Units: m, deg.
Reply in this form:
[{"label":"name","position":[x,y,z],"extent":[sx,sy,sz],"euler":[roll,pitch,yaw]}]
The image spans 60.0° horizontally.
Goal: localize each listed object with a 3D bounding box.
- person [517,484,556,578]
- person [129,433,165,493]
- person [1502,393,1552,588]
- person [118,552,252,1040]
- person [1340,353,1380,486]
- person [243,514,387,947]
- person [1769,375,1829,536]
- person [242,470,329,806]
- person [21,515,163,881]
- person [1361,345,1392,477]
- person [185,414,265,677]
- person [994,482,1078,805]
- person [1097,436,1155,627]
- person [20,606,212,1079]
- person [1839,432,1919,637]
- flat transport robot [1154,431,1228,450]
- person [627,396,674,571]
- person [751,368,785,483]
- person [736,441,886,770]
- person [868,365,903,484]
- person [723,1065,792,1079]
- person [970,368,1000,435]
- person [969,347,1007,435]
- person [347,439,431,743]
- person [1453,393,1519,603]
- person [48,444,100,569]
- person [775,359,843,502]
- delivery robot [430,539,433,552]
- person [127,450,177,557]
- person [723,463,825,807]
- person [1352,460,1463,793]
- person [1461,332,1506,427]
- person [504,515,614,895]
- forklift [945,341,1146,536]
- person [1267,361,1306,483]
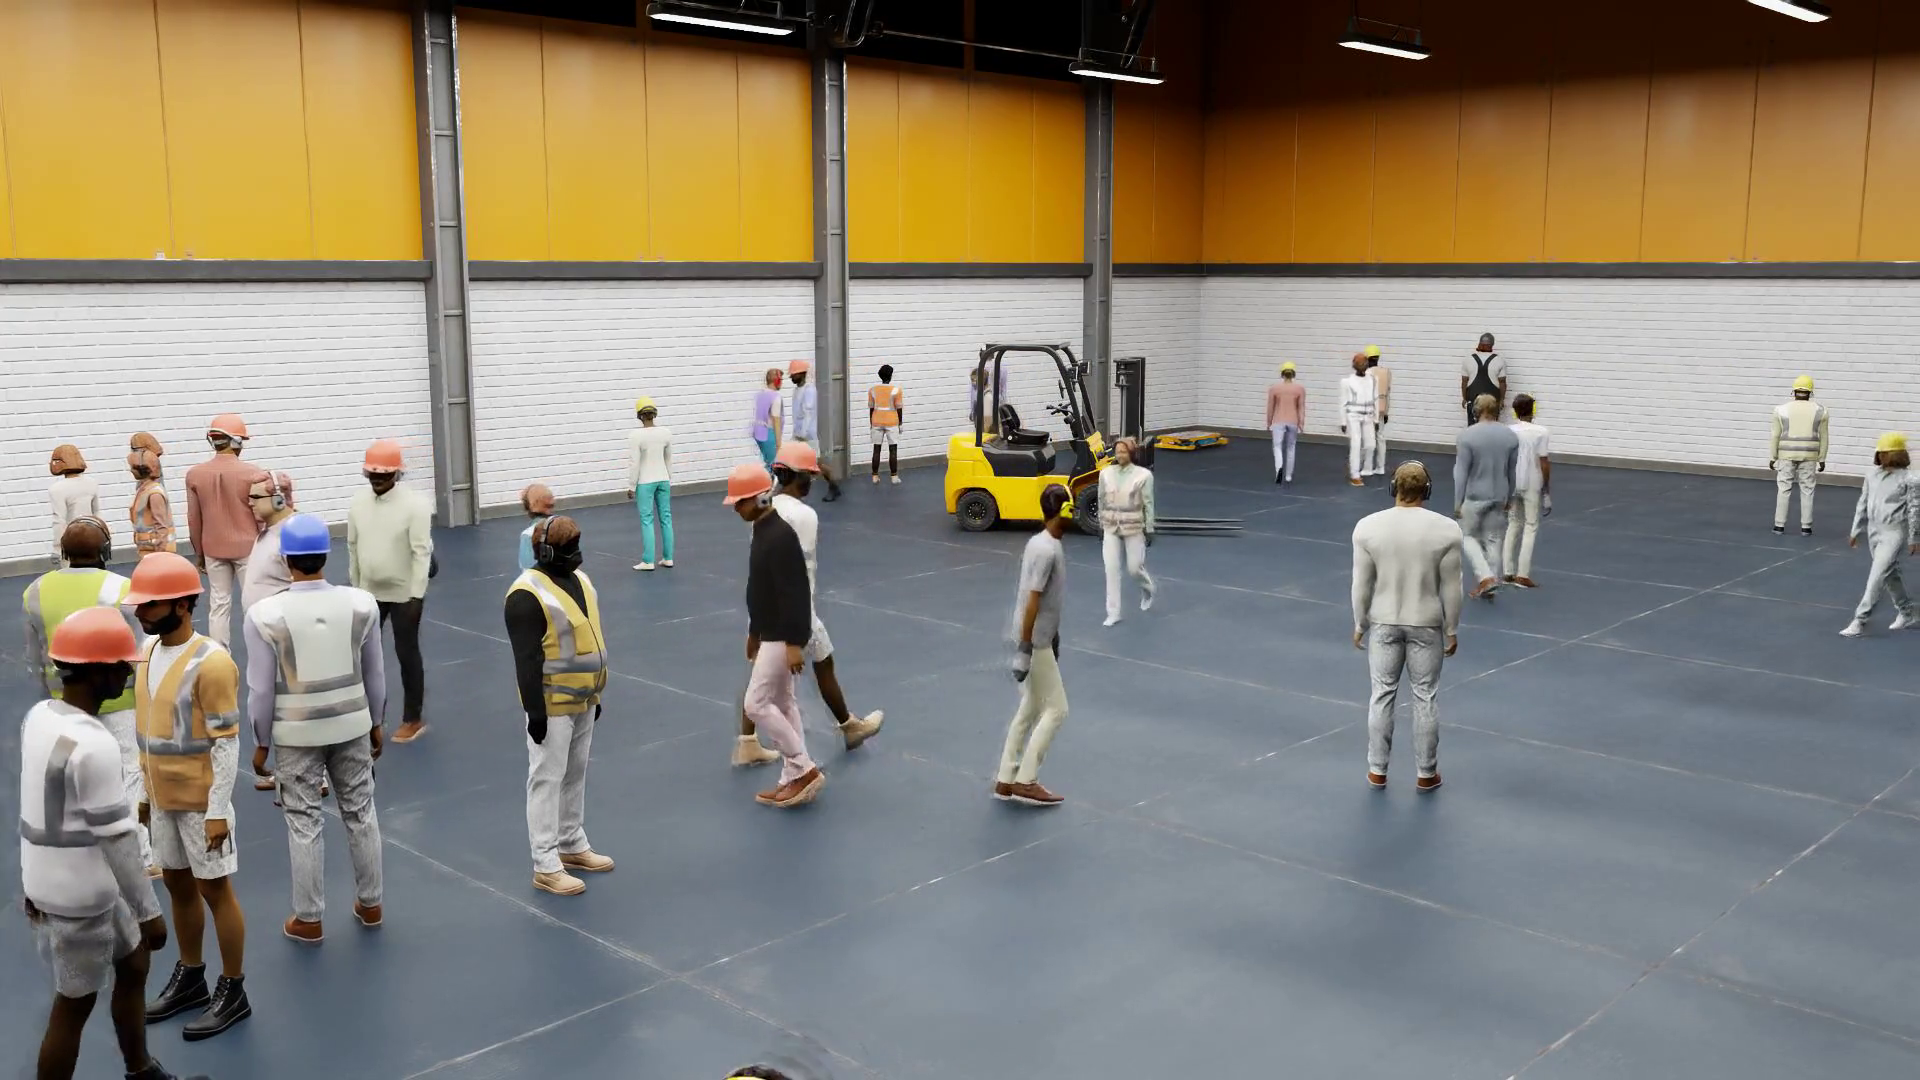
[{"label":"person","position":[-2.734,0.446,10.974],"extent":[0.338,1.627,0.647],"euler":[2,9,12]},{"label":"person","position":[-7.001,-0.117,14.412],"extent":[0.292,1.632,0.507],"euler":[-3,10,-20]},{"label":"person","position":[5.366,-0.452,15.892],"extent":[0.336,1.870,0.566],"euler":[-9,13,-44]},{"label":"person","position":[-3.082,1.003,6.593],"extent":[0.545,1.938,0.356],"euler":[5,11,30]},{"label":"person","position":[5.604,-1.689,23.302],"extent":[0.601,1.865,0.457],"euler":[-2,10,-15]},{"label":"person","position":[-2.893,0.850,7.496],"extent":[0.606,1.947,0.406],"euler":[-7,12,-37]},{"label":"person","position":[9.551,-0.962,18.955],"extent":[0.600,1.831,0.404],"euler":[4,10,22]},{"label":"person","position":[-3.862,0.548,9.477],"extent":[0.406,1.904,0.654],"euler":[-7,12,-36]},{"label":"person","position":[-4.205,0.793,8.163],"extent":[0.633,1.845,0.429],"euler":[1,9,7]},{"label":"person","position":[6.034,-1.890,24.365],"extent":[0.594,1.922,0.386],"euler":[-5,10,-27]},{"label":"person","position":[-5.287,0.076,12.132],"extent":[0.611,1.985,0.393],"euler":[0,9,1]},{"label":"person","position":[0.433,0.593,9.450],"extent":[0.534,1.822,0.536],"euler":[-1,9,-6]},{"label":"person","position":[1.442,-0.093,14.288],"extent":[0.520,1.622,0.644],"euler":[5,11,28]},{"label":"person","position":[-2.878,1.162,5.692],"extent":[0.778,1.904,0.587],"euler":[-9,13,-43]},{"label":"person","position":[7.705,-0.056,13.823],"extent":[0.911,1.697,0.501],"euler":[-3,10,-20]},{"label":"flat transport robot","position":[3.917,-1.697,28.242],"extent":[0.652,0.197,1.431],"euler":[7,12,37]},{"label":"person","position":[-3.124,-0.567,16.764],"extent":[0.327,1.761,0.522],"euler":[9,13,43]},{"label":"person","position":[-2.376,-1.212,20.548],"extent":[0.494,1.816,0.617],"euler":[-5,11,-29]},{"label":"person","position":[-0.975,0.385,10.242],"extent":[1.046,1.978,0.625],"euler":[-8,12,-41]},{"label":"person","position":[-1.047,-1.628,23.487],"extent":[0.532,1.691,0.321],"euler":[3,10,18]},{"label":"person","position":[-0.281,1.692,2.710],"extent":[0.533,1.833,0.951],"euler":[2,9,11]},{"label":"person","position":[0.194,-1.237,20.712],"extent":[0.832,1.809,0.542],"euler":[-2,9,-12]},{"label":"person","position":[0.412,-1.923,24.524],"extent":[0.634,1.937,0.355],"euler":[-6,11,-33]},{"label":"person","position":[-3.620,0.345,10.507],"extent":[0.635,1.965,0.642],"euler":[2,9,11]},{"label":"person","position":[4.762,-0.370,15.079],"extent":[0.669,1.914,0.468],"euler":[-3,10,-19]},{"label":"person","position":[-7.115,0.046,13.385],"extent":[0.265,1.632,0.509],"euler":[2,9,11]},{"label":"person","position":[-1.997,-1.406,21.517],"extent":[1.000,1.892,0.559],"euler":[-6,11,-33]},{"label":"delivery robot","position":[-5.457,0.114,15.984],"extent":[0.707,0.478,0.477],"euler":[0,9,0]},{"label":"person","position":[-6.273,0.113,12.970],"extent":[0.315,1.636,0.515],"euler":[-7,11,-35]},{"label":"person","position":[-1.069,0.543,9.354],"extent":[0.500,1.952,0.642],"euler":[-2,10,-14]},{"label":"person","position":[2.583,0.503,9.649],"extent":[0.627,1.940,0.370],"euler":[3,10,19]},{"label":"person","position":[8.289,-2.266,26.317],"extent":[0.684,2.000,0.535],"euler":[4,10,25]},{"label":"person","position":[-1.948,0.792,8.181],"extent":[0.429,1.844,0.625],"euler":[2,10,15]},{"label":"forklift","position":[0.977,-1.223,19.452],"extent":[2.313,2.155,1.214],"euler":[2,9,11]},{"label":"person","position":[4.616,-1.657,23.496],"extent":[0.523,1.741,0.692],"euler":[1,9,4]}]
